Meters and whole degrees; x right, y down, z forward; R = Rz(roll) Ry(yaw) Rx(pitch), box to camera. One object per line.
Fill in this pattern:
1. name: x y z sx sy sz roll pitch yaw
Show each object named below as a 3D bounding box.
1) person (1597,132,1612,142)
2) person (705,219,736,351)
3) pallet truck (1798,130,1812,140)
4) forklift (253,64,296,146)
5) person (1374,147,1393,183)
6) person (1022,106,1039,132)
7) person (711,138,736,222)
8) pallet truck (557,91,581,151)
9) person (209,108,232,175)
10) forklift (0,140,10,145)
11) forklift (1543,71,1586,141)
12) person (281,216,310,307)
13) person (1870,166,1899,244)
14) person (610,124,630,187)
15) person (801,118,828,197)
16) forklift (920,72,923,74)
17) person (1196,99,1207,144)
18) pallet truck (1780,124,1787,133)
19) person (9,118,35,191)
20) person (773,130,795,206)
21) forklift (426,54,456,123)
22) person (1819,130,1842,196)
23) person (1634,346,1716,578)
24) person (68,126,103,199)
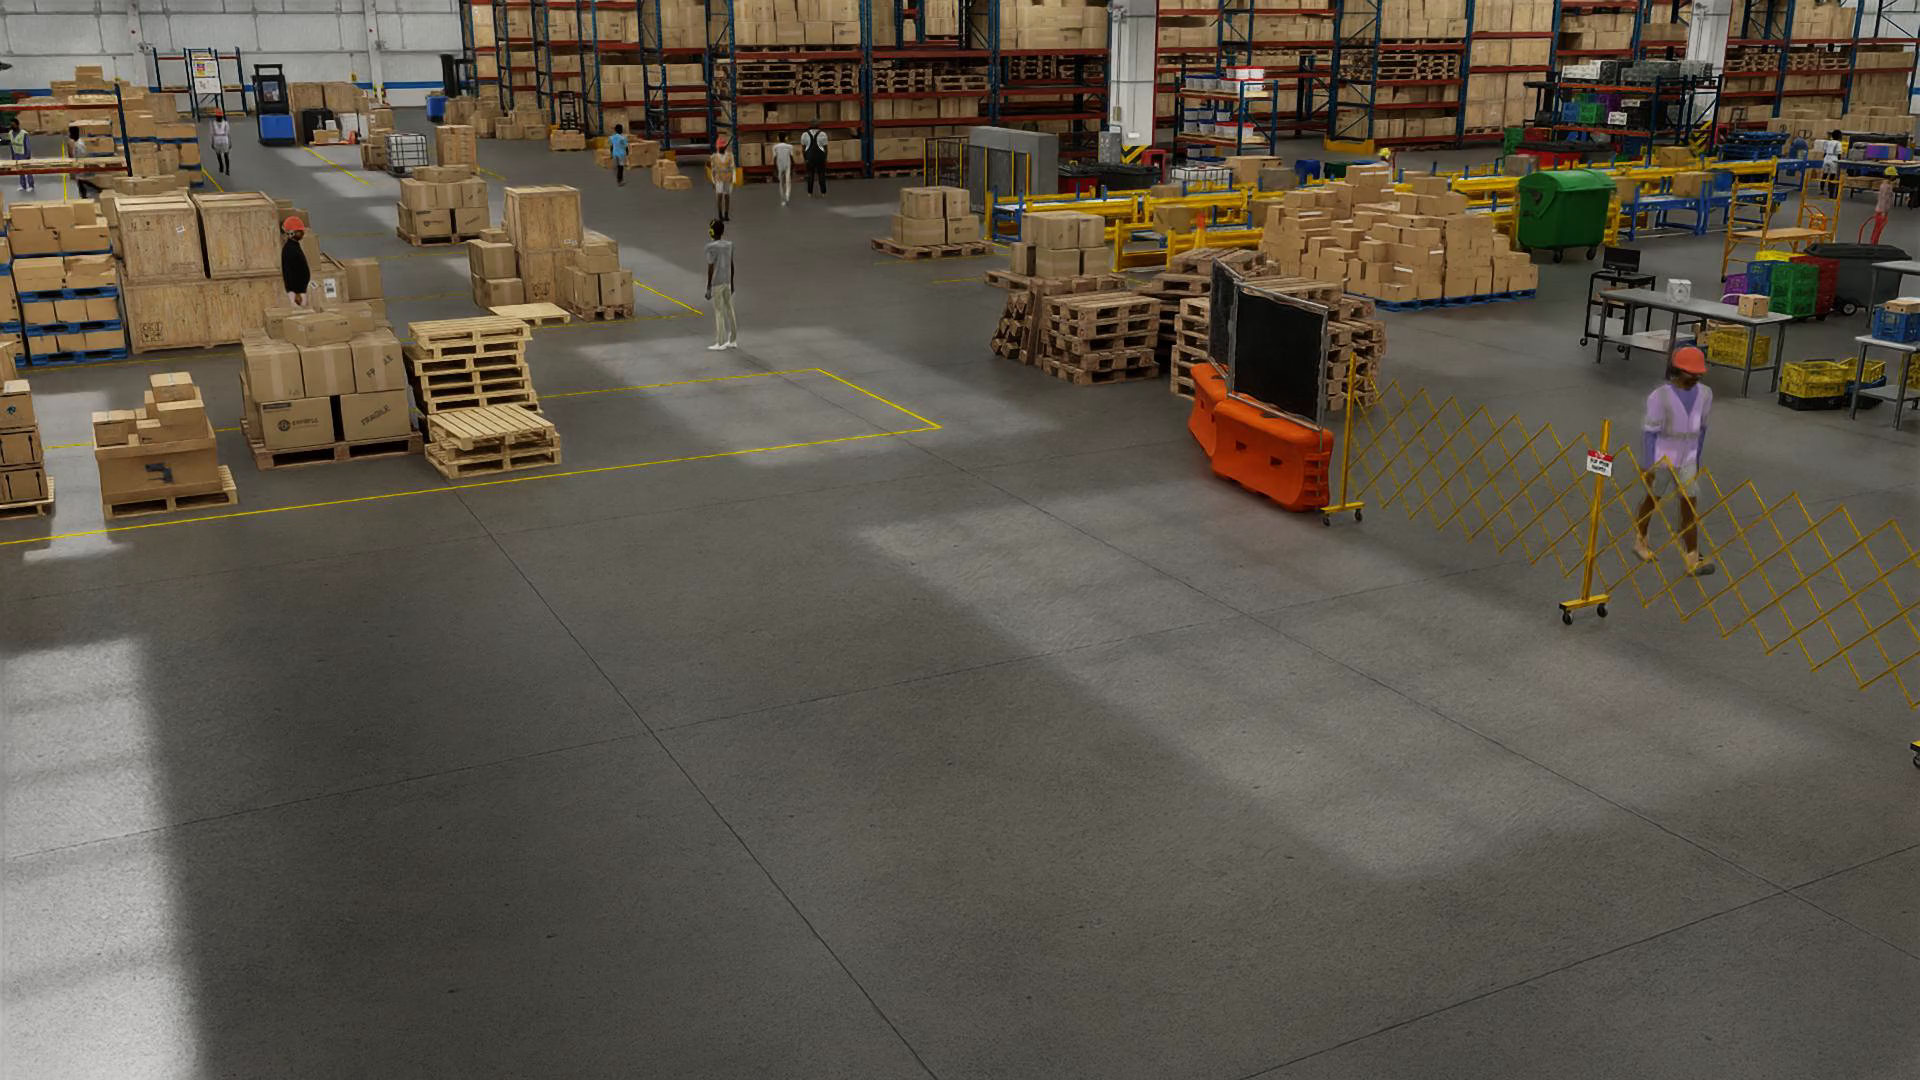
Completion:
1. person: 21.004 -13.376 54.147 1.034 1.890 0.651 -2 18 -8
2. person: -3.447 -3.651 23.844 0.334 1.873 0.521 15 23 40
3. pallet truck: 25.526 -11.556 49.408 1.630 1.274 0.653 -9 20 -26
4. forklift: -24.393 -15.459 59.030 1.129 2.768 1.873 -9 20 -26
5. person: 9.252 -7.675 36.469 0.431 1.818 0.618 -10 20 -28
6. person: 2.257 -13.091 53.554 0.540 1.696 0.315 6 19 17
7. person: -5.407 -8.228 38.086 0.550 1.887 0.975 -4 18 -12
8. pallet truck: -13.495 -14.412 57.188 0.823 1.965 1.885 -3 18 -9
9. person: -21.667 -11.679 48.794 0.563 1.918 0.466 -8 19 -23
10. forklift: -34.684 -15.432 58.943 1.873 2.768 1.129 -2 18 -7
11. forklift: 18.685 -13.231 52.085 1.873 2.768 1.129 -9 20 -26
12. person: -9.201 -3.499 23.169 0.395 1.993 0.614 -5 18 -15
13. person: 18.207 -6.460 32.771 0.317 1.767 0.534 8 19 23
14. person: -9.326 -10.619 45.891 0.550 1.664 0.764 8 20 25
15. person: -3.751 -9.927 43.135 0.682 2.000 0.536 1 18 4
16. forklift: -1.395 -13.233 52.088 1.873 2.768 1.129 -9 20 -26
17. person: 8.704 -15.051 59.819 0.516 1.594 0.803 1 18 4
18. pallet truck: 25.206 -12.542 52.601 1.601 1.201 0.680 0 18 -2
19. person: -25.135 -10.308 44.520 0.596 1.918 0.379 5 18 15
20. person: -4.343 -9.168 41.082 0.528 1.851 0.698 -1 18 -2
21. forklift: -21.750 -19.219 70.751 1.873 2.768 1.129 -9 20 -26
22. person: 22.802 -9.870 43.505 0.319 1.698 0.538 -6 19 -19
23. person: 6.212 -0.675 14.367 0.641 1.988 1.035 -3 18 -8
24. person: -21.827 -9.342 41.456 0.682 1.949 0.629 -9 20 -26
